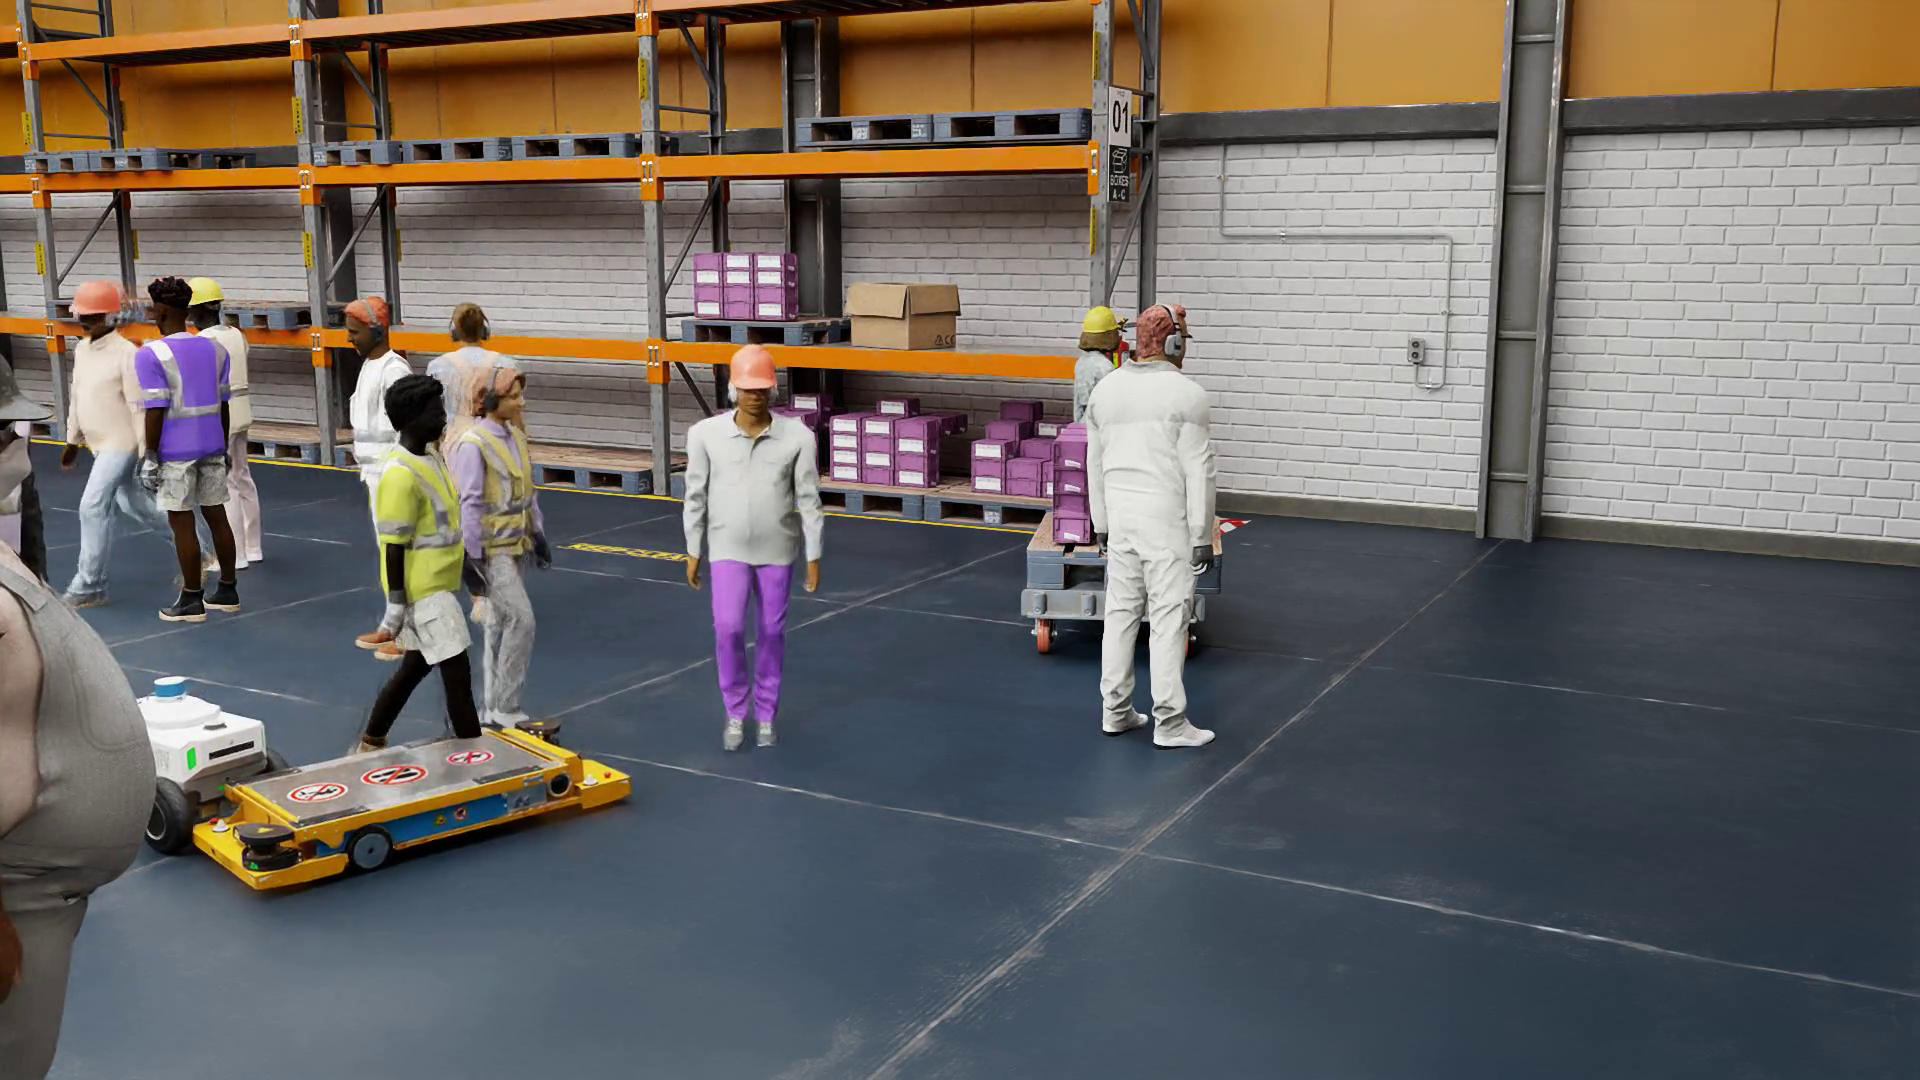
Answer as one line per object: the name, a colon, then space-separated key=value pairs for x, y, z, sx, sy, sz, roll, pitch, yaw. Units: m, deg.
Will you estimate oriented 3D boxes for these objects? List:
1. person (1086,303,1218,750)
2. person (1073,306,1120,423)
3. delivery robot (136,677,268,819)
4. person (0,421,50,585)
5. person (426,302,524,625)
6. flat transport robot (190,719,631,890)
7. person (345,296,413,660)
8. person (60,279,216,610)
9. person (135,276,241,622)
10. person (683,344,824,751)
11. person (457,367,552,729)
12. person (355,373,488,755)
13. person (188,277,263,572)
person: x=0.851 y=-0.060 z=7.174 sx=0.402 sy=1.906 sz=0.652 roll=-10 pitch=14 yaw=-42
person: x=0.896 y=-0.620 z=10.682 sx=0.290 sy=1.745 sz=0.493 roll=-4 pitch=11 yaw=-21
delivery robot: x=-2.914 y=0.752 z=6.169 sx=0.707 sy=0.478 sz=0.477 roll=7 pitch=12 yaw=32
person: x=-3.602 y=0.155 z=6.008 sx=0.393 sy=1.908 sz=0.597 roll=6 pitch=12 yaw=28
person: x=-2.788 y=-0.452 z=9.588 sx=0.512 sy=1.807 sz=0.768 roll=-5 pitch=11 yaw=-23
flat transport robot: x=-2.014 y=0.942 z=6.163 sx=1.431 sy=0.197 sz=0.652 roll=-10 pitch=14 yaw=-42
person: x=-2.980 y=-0.322 z=8.664 sx=0.356 sy=1.886 sz=0.575 roll=-7 pitch=12 yaw=-33
person: x=-5.015 y=-0.592 z=9.982 sx=0.619 sy=1.949 sz=1.017 roll=9 pitch=14 yaw=41
person: x=-4.424 y=-0.517 z=9.512 sx=0.362 sy=1.963 sz=0.613 roll=4 pitch=11 yaw=22
person: x=-0.866 y=0.045 z=7.042 sx=0.595 sy=1.733 sz=0.485 roll=-2 pitch=11 yaw=-10
person: x=-1.939 y=0.056 z=7.290 sx=0.476 sy=1.622 sz=0.531 roll=1 pitch=10 yaw=7
person: x=-2.094 y=0.175 z=6.528 sx=0.755 sy=1.666 sz=0.536 roll=-1 pitch=10 yaw=-7
person: x=-4.860 y=-0.751 z=10.910 sx=0.382 sy=1.923 sz=0.591 roll=1 pitch=10 yaw=4
